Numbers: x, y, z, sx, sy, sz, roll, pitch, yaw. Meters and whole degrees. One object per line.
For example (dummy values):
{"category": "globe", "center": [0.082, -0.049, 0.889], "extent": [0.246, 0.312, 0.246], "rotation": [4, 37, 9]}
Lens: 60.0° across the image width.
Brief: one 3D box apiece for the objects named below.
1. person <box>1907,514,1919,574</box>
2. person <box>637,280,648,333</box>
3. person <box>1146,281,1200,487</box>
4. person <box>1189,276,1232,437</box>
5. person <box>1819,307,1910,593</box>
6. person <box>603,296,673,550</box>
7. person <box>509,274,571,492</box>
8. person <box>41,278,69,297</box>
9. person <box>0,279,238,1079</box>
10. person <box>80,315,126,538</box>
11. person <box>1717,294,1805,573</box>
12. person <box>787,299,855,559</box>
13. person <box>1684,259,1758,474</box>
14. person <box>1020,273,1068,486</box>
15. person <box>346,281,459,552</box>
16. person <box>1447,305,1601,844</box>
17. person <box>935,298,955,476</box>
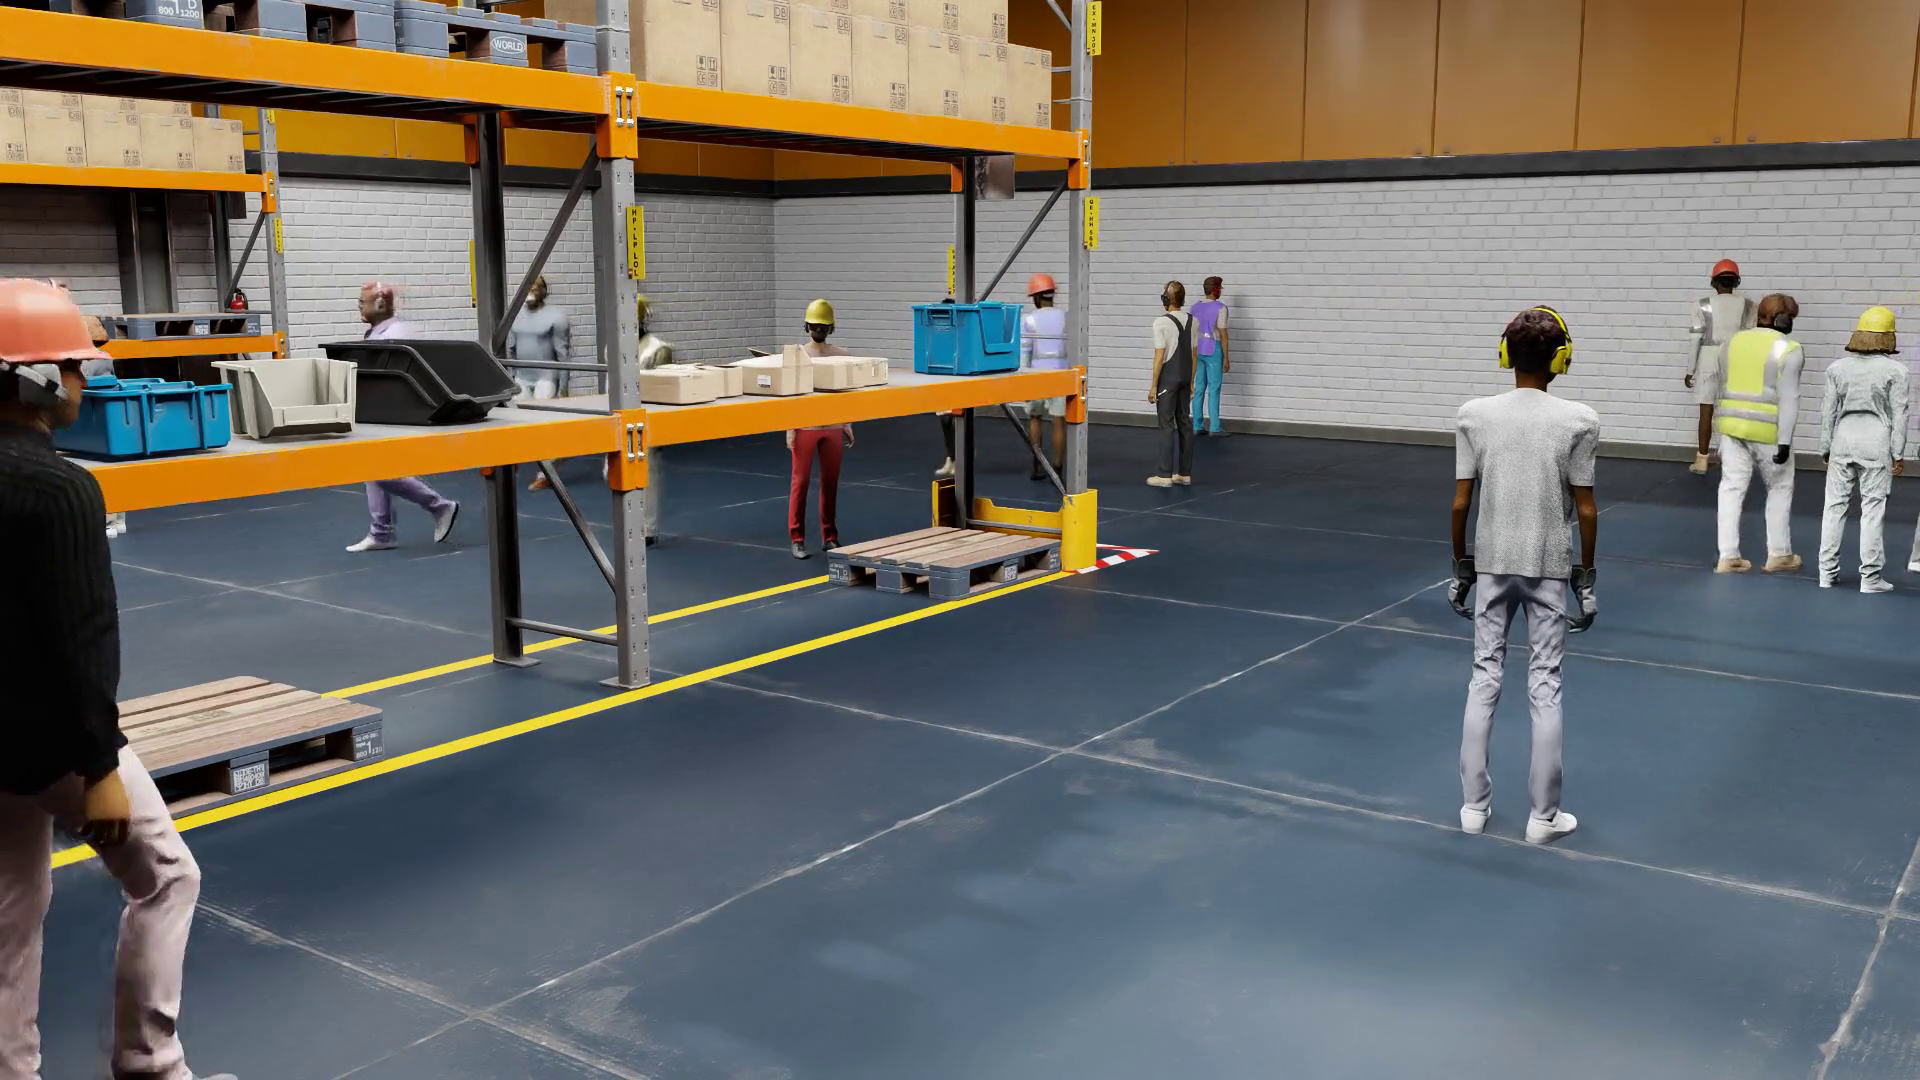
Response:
{"category": "person", "center": [6.406, -0.673, 10.441], "extent": [0.748, 1.901, 0.622], "rotation": [9, 13, 44]}
{"category": "person", "center": [-3.243, -1.712, 16.607], "extent": [0.371, 1.915, 0.597], "rotation": [-2, 10, -14]}
{"category": "person", "center": [1.912, -1.397, 14.943], "extent": [0.510, 1.846, 0.341], "rotation": [-6, 11, -34]}
{"category": "person", "center": [2.860, -2.102, 19.129], "extent": [0.388, 1.847, 0.563], "rotation": [-7, 12, -37]}
{"category": "person", "center": [5.549, -0.552, 10.211], "extent": [0.307, 1.742, 0.494], "rotation": [-8, 12, -40]}
{"category": "person", "center": [-2.253, -0.816, 11.588], "extent": [0.597, 1.817, 0.407], "rotation": [5, 11, 29]}
{"category": "person", "center": [-3.711, -1.390, 14.653], "extent": [0.647, 1.925, 0.480], "rotation": [3, 10, 19]}
{"category": "person", "center": [-6.850, -1.036, 12.654], "extent": [0.682, 1.887, 0.434], "rotation": [9, 13, 42]}
{"category": "person", "center": [-1.950, 0.419, 3.721], "extent": [0.646, 1.975, 0.671], "rotation": [5, 11, 29]}
{"category": "person", "center": [-6.320, -0.824, 12.158], "extent": [0.279, 1.633, 0.501], "rotation": [-1, 10, -8]}
{"category": "person", "center": [5.253, -0.689, 10.839], "extent": [0.766, 1.801, 0.630], "rotation": [-5, 11, -30]}
{"category": "person", "center": [-0.955, -0.754, 11.354], "extent": [0.526, 1.765, 0.329], "rotation": [-6, 11, -31]}
{"category": "person", "center": [7.209, -1.638, 15.796], "extent": [0.615, 2.038, 0.395], "rotation": [2, 10, 9]}
{"category": "person", "center": [0.810, -1.457, 15.115], "extent": [0.589, 1.901, 0.689], "rotation": [-1, 10, -5]}
{"category": "person", "center": [-3.934, -0.850, 11.561], "extent": [0.666, 1.888, 0.651], "rotation": [-5, 11, -28]}
{"category": "person", "center": [1.965, 0.124, 5.810], "extent": [0.514, 1.872, 0.328], "rotation": [6, 11, 30]}
{"category": "person", "center": [-0.101, -1.418, 15.552], "extent": [0.390, 1.680, 0.552], "rotation": [-8, 13, -41]}
